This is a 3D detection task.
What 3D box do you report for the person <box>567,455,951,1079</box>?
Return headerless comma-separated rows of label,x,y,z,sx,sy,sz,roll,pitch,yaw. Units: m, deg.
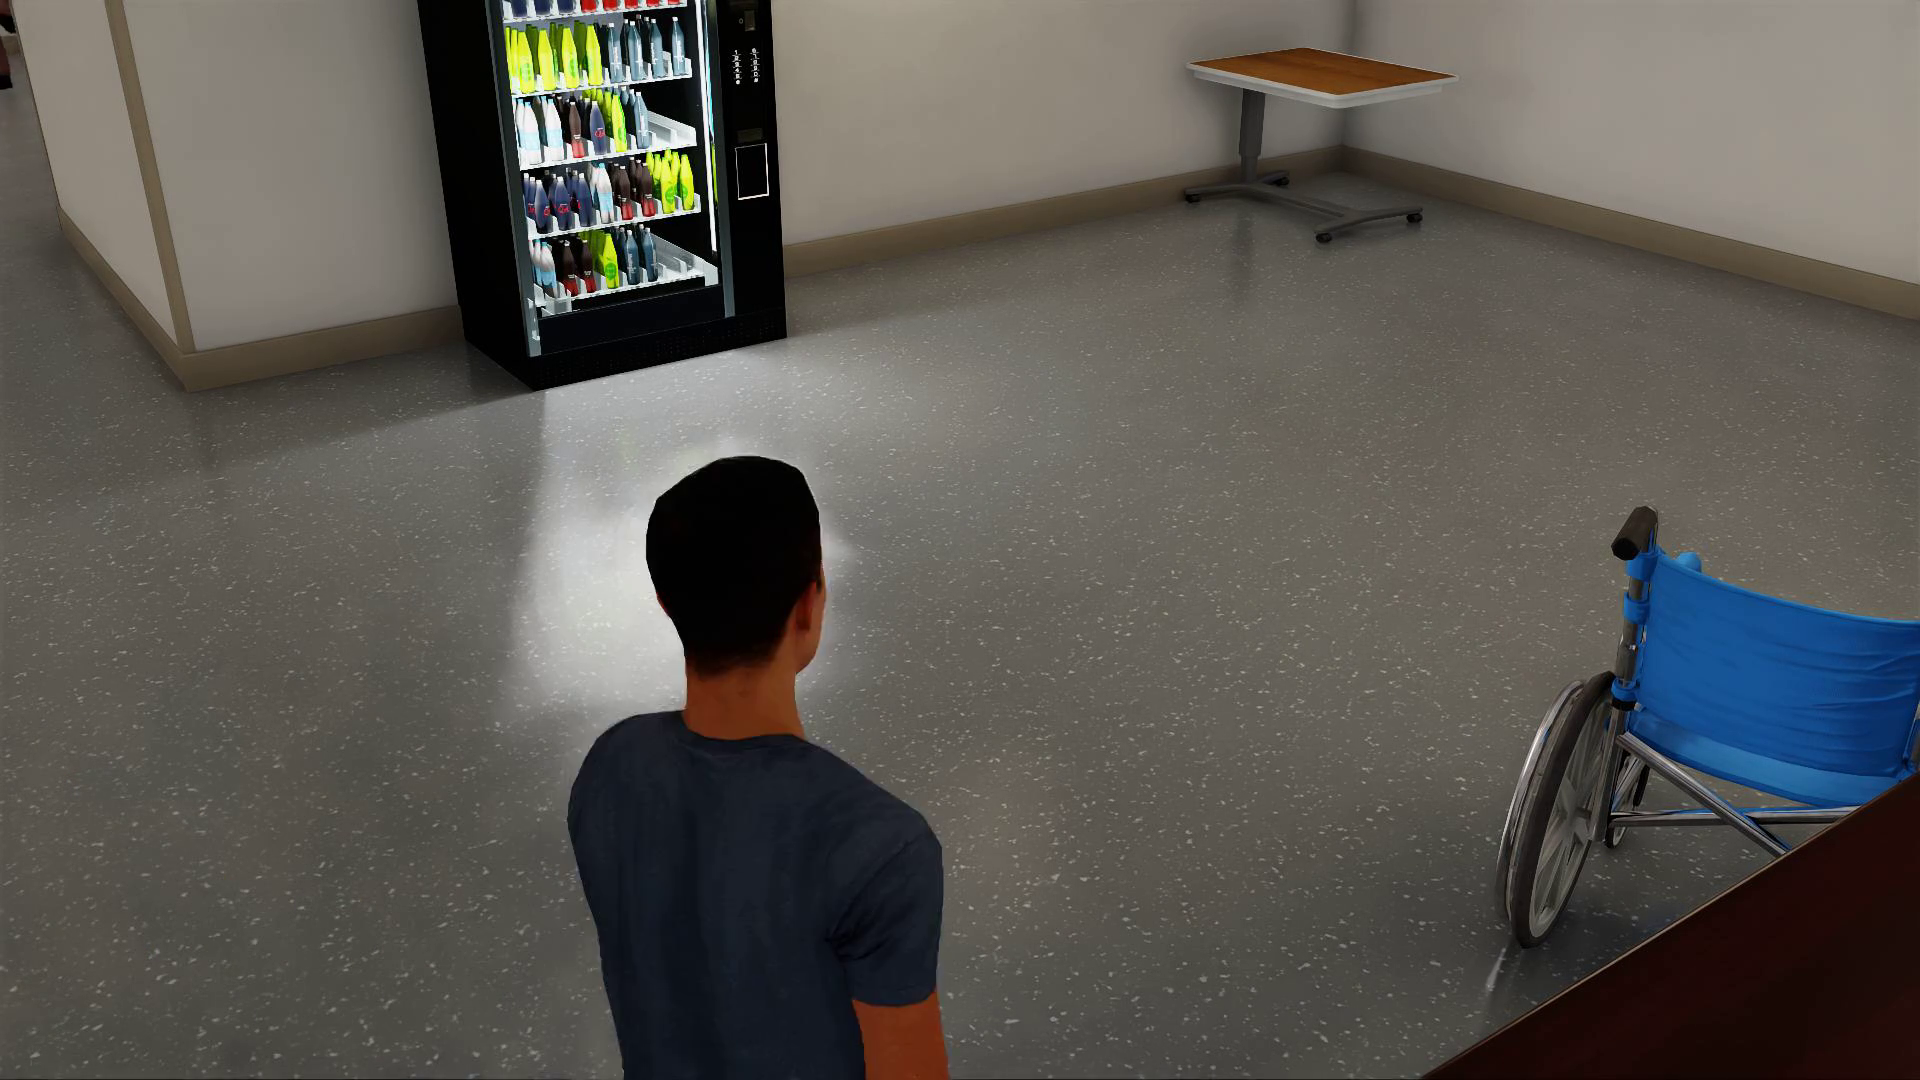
person,-0.270,0.822,1.931,0.882,1.776,0.929,16,30,30
